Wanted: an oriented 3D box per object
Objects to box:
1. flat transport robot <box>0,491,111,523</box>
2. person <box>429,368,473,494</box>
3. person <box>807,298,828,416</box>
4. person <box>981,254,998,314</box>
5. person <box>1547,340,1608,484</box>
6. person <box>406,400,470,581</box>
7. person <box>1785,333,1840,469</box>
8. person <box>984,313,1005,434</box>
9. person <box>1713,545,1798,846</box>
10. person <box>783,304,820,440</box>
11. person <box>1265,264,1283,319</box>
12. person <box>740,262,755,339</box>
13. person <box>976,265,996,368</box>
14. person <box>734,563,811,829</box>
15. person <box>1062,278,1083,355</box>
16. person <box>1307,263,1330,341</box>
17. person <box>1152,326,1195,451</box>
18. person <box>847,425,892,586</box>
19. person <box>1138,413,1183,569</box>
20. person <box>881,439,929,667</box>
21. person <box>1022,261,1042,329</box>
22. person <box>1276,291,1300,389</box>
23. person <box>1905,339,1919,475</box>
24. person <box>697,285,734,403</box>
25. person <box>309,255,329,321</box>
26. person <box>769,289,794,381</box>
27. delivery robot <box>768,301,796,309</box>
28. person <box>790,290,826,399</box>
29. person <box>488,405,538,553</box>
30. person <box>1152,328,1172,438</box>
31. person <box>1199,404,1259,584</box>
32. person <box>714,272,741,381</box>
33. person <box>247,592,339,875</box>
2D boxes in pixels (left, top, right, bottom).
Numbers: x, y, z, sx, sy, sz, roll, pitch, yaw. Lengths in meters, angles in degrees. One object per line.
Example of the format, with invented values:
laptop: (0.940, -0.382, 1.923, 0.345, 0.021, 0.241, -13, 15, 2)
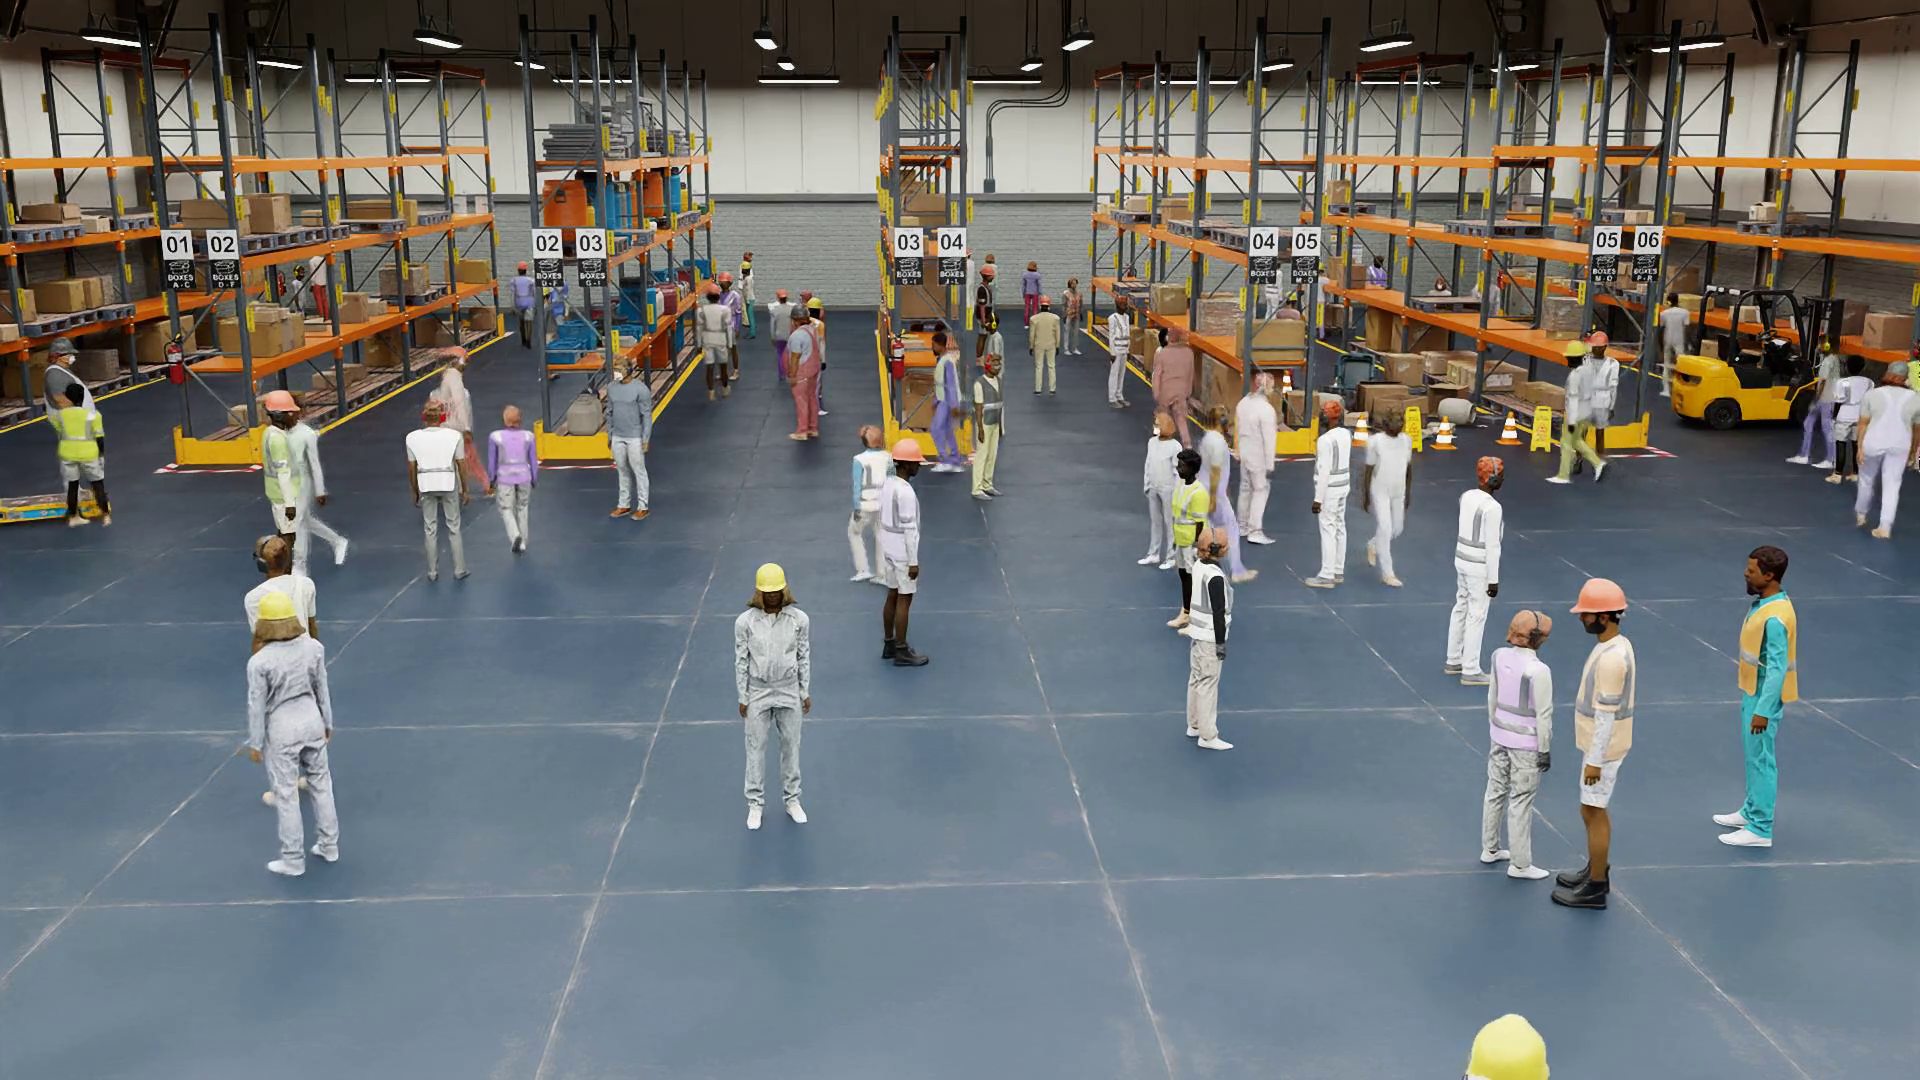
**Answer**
flat transport robot: (-10.860, -0.380, 19.670, 1.431, 0.197, 0.652, -7, 15, -28)
person: (-6.394, -1.347, 20.887, 0.553, 1.648, 0.397, -4, 14, -16)
person: (-2.398, -2.999, 27.247, 0.584, 1.918, 0.407, 12, 18, 41)
person: (0.765, -6.588, 43.068, 0.501, 1.628, 0.287, 10, 17, 37)
person: (8.005, -1.627, 21.460, 0.673, 1.900, 0.606, 13, 18, 43)
person: (-5.250, -0.490, 16.762, 0.566, 1.846, 0.389, -2, 13, -9)
person: (11.698, -1.897, 22.723, 0.780, 1.840, 0.541, 7, 15, 28)
person: (0.523, -2.535, 25.398, 0.333, 1.862, 0.509, -1, 13, -3)
person: (5.026, 0.974, 10.405, 0.370, 1.916, 0.597, 5, 14, 19)
person: (-2.395, -2.537, 25.013, 0.537, 2.000, 0.684, 5, 14, 21)
person: (7.203, -5.569, 38.214, 0.345, 1.879, 0.582, -6, 14, -23)
person: (-4.886, -5.513, 38.231, 0.338, 1.758, 0.519, -2, 13, -9)
person: (0.527, -4.459, 33.194, 0.413, 2.034, 0.600, 2, 13, 9)
person: (-1.194, 0.996, 10.688, 0.490, 1.744, 0.295, -4, 14, -16)
person: (2.367, -4.721, 35.147, 0.519, 1.633, 0.312, -8, 15, -30)
person: (8.119, -5.387, 37.676, 0.522, 1.769, 0.318, 7, 15, 28)
person: (3.009, -2.061, 23.396, 0.642, 1.874, 0.916, -4, 14, -17)
person: (-0.916, -0.346, 16.625, 0.538, 1.621, 0.503, -13, 18, -43)
person: (2.102, -0.514, 17.317, 0.279, 1.634, 0.497, -10, 17, -37)
person: (-0.464, 0.099, 14.074, 0.377, 1.932, 0.551, -6, 14, -23)
person: (1.737, -5.909, 40.173, 0.507, 1.632, 0.274, 6, 14, 22)
person: (5.984, -3.642, 30.287, 0.321, 1.767, 0.533, -12, 18, -41)
person: (12.830, -1.761, 22.192, 0.619, 1.816, 0.448, 2, 13, 8)
person: (-4.234, -3.417, 28.841, 0.636, 1.995, 0.939, 0, 13, -1)
person: (-16.003, -6.380, 41.414, 0.393, 1.985, 0.611, 2, 14, 10)
person: (-3.277, -3.832, 31.148, 0.579, 1.732, 0.504, -3, 14, -14)
delivery robot: (-4.527, -5.922, 42.338, 0.707, 0.478, 0.477, -2, 13, -9)
person: (-2.651, -3.391, 28.923, 0.651, 1.906, 0.403, -6, 14, -23)
person: (-4.770, -0.632, 17.834, 0.524, 1.620, 0.550, -7, 15, -26)
person: (3.030, -2.326, 24.883, 0.325, 1.685, 0.539, 2, 13, 7)
person: (2.678, -0.459, 16.702, 0.742, 1.808, 0.521, -1, 13, -4)
person: (-4.389, -4.007, 31.229, 0.612, 2.048, 0.363, 7, 15, 27)
person: (-4.041, 1.156, 10.033, 0.331, 1.736, 0.492, 11, 17, 38)
